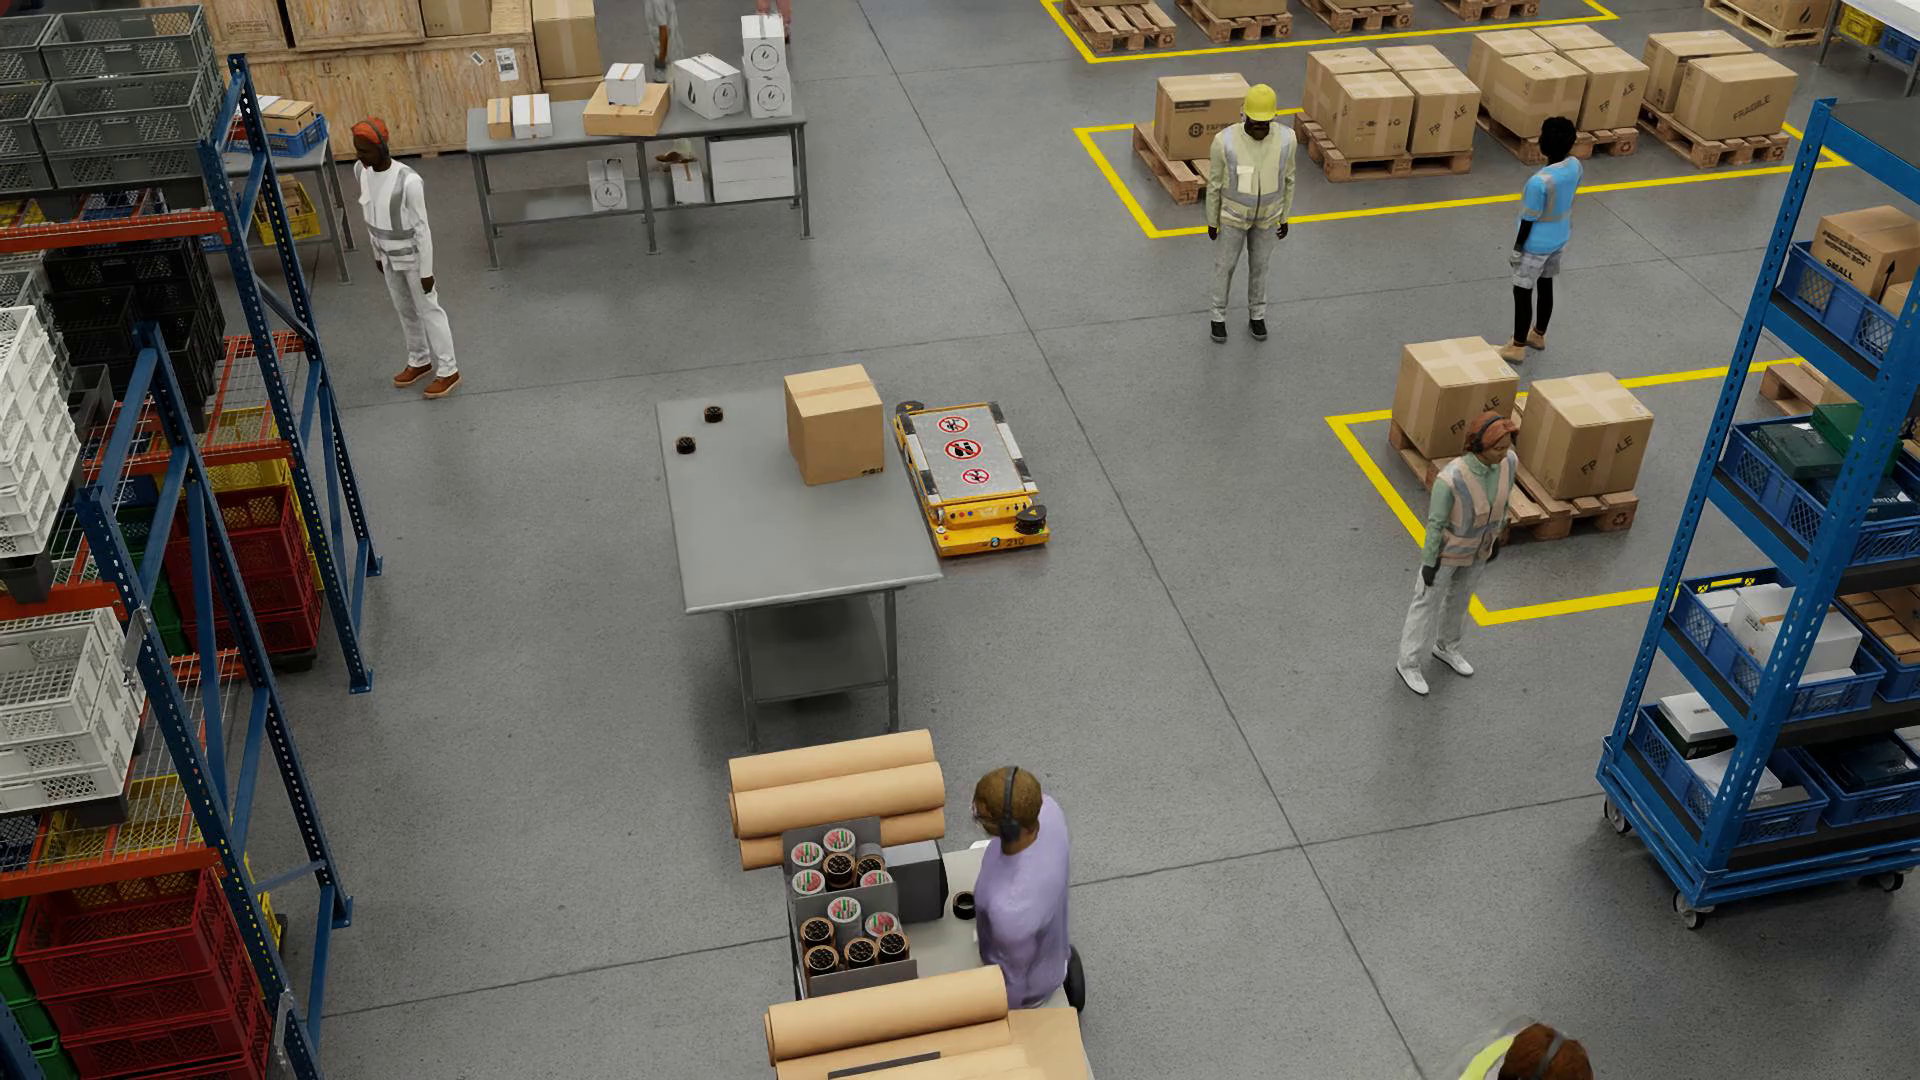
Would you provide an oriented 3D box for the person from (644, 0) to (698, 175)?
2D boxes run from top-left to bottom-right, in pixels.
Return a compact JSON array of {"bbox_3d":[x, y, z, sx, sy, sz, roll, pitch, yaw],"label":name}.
[{"bbox_3d":[-2.396,-3.900,13.457,0.444,1.849,0.558,-7,37,-9],"label":"person"}]

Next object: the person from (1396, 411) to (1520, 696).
[{"bbox_3d":[2.500,0.054,8.326,0.521,1.632,0.314,-19,41,-23],"label":"person"}]

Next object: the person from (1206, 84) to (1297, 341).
[{"bbox_3d":[1.942,-2.191,11.187,0.585,1.824,0.403,-3,37,-4],"label":"person"}]

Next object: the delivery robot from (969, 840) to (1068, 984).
[{"bbox_3d":[0.234,1.591,7.081,0.477,0.478,0.707,-5,37,-6],"label":"delivery robot"}]

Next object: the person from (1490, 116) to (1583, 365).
[{"bbox_3d":[3.837,-1.984,11.018,0.531,1.694,0.320,-28,45,-32],"label":"person"}]

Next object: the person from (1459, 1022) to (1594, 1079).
[{"bbox_3d":[1.728,2.186,5.324,0.673,1.789,0.951,-30,46,-34],"label":"person"}]

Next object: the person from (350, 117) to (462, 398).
[{"bbox_3d":[-3.552,-1.796,10.610,0.567,1.879,0.353,23,42,27],"label":"person"}]

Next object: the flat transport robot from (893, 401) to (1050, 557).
[{"bbox_3d":[0.046,-0.430,10.108,0.652,0.197,1.431,-8,37,-10],"label":"flat transport robot"}]

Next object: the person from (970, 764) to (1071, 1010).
[{"bbox_3d":[0.212,1.550,6.071,0.371,1.932,0.631,8,37,10],"label":"person"}]

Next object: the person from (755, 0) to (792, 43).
[{"bbox_3d":[-1.835,-5.742,15.909,0.654,1.886,0.593,-8,37,-10],"label":"person"}]
